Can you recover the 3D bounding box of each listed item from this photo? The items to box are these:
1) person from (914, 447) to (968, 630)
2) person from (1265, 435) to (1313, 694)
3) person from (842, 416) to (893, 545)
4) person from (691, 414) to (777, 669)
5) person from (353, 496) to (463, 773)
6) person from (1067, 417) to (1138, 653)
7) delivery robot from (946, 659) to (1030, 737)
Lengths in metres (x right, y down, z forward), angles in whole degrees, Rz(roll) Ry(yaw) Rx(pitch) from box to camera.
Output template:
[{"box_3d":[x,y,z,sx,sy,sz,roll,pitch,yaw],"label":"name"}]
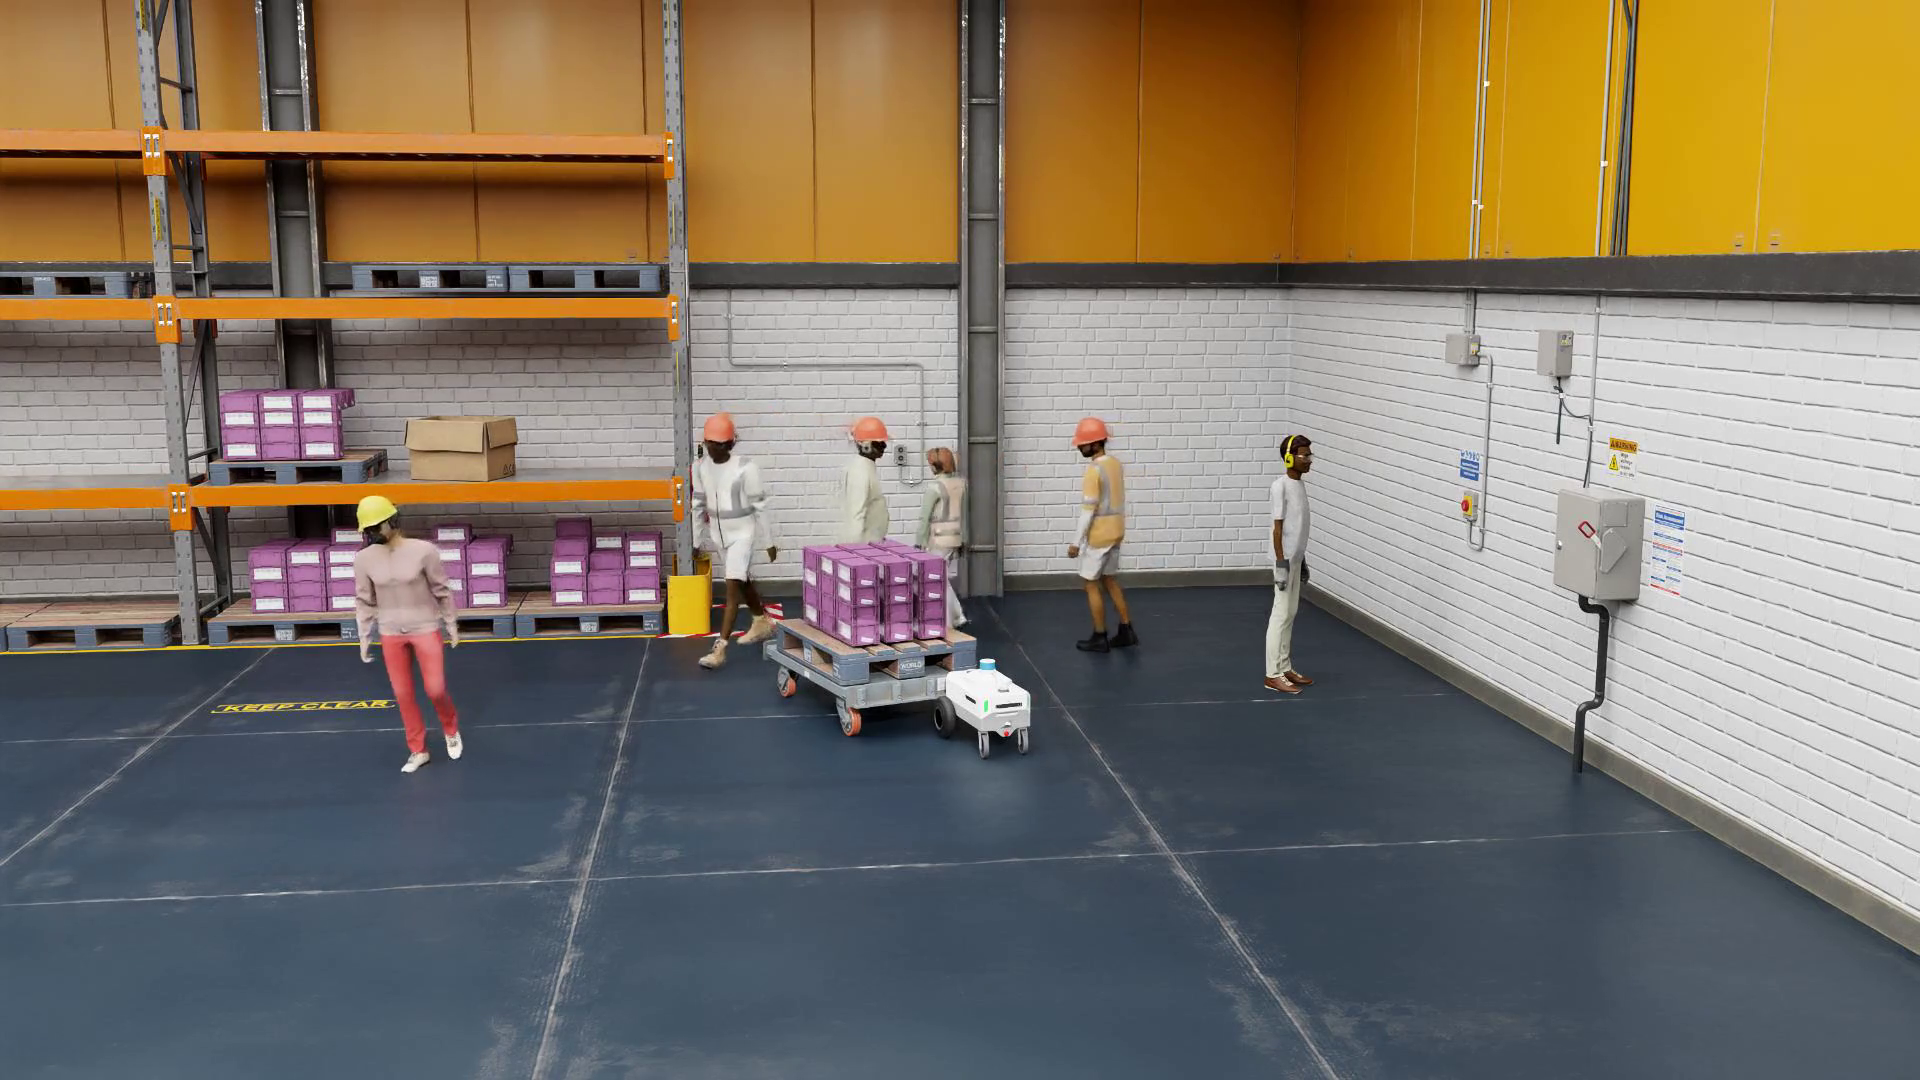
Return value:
[{"box_3d":[-0.161,0.038,13.684,0.381,1.622,0.511,5,10,27],"label":"person"},{"box_3d":[2.422,0.170,12.126,0.328,1.862,0.520,5,10,29],"label":"person"},{"box_3d":[-0.765,0.012,12.846,1.016,1.956,0.615,-1,9,-7],"label":"person"},{"box_3d":[-1.790,-0.031,13.108,0.666,1.969,1.139,6,11,31],"label":"person"},{"box_3d":[-3.345,0.564,10.074,0.566,1.719,0.588,0,9,0],"label":"person"},{"box_3d":[1.114,-0.022,13.204,0.486,1.900,0.595,5,11,30],"label":"person"},{"box_3d":[0.176,1.007,10.664,0.477,0.478,0.707,-3,10,-21],"label":"delivery robot"}]
